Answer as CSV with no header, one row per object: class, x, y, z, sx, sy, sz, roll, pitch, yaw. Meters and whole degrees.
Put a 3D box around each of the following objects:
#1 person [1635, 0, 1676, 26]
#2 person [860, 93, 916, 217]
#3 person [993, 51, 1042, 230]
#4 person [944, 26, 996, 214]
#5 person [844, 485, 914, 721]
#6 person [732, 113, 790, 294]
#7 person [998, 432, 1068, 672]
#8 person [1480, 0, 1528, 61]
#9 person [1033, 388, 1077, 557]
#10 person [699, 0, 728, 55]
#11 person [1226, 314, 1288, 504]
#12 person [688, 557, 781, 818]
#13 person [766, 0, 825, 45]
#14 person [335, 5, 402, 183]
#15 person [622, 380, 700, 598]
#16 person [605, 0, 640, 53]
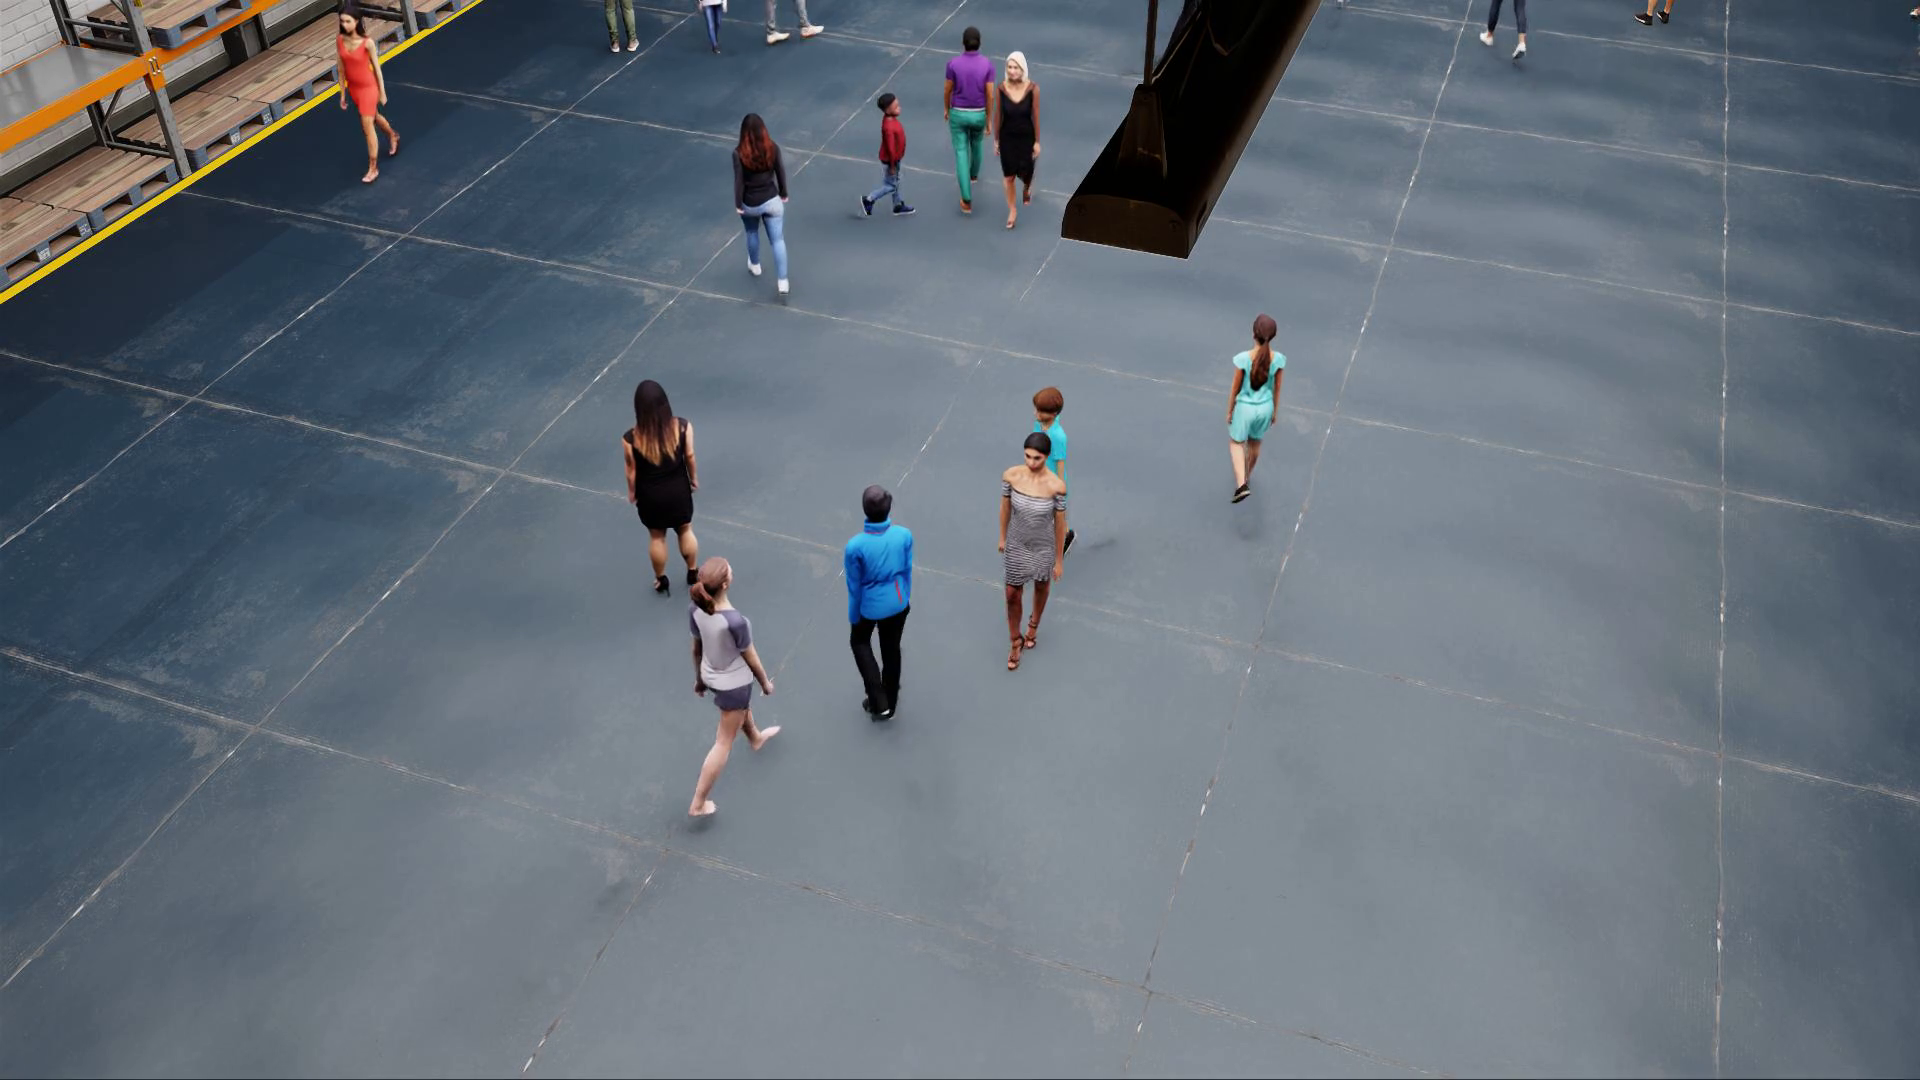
person,8.456,-6.987,19.716,0.700,1.709,0.710,-8,39,-9
person,-0.724,-3.663,15.929,0.723,1.241,0.763,0,39,0
person,0.562,-3.801,15.706,0.657,1.735,0.776,8,39,10
person,0.083,-3.986,15.955,0.974,1.714,1.240,-3,39,-4
person,-0.460,0.468,10.323,0.754,1.782,0.811,-15,41,-18
person,-1.741,-2.938,14.741,1.052,1.592,1.138,-13,40,-16
person,0.501,-0.002,10.892,0.647,1.807,0.709,10,40,12
person,6.331,-6.355,18.866,0.917,1.782,1.199,-4,39,-4
person,0.680,-0.461,11.760,0.742,1.439,0.682,-18,42,-21
person,-2.886,-6.246,19.282,0.737,1.092,0.831,-13,40,-16
person,2.169,-0.927,12.257,0.723,1.548,0.924,0,39,0
person,-1.429,0.893,9.840,0.802,1.720,1.212,26,45,28
person,-2.152,-6.637,19.154,1.050,1.864,0.933,-24,44,-27
person,-5.930,-4.523,16.653,0.637,1.682,1.134,10,40,12
person,-2.017,-0.327,11.374,0.744,1.712,0.797,-14,41,-17
person,-3.954,-6.448,19.088,0.643,1.651,0.659,-5,39,-7
